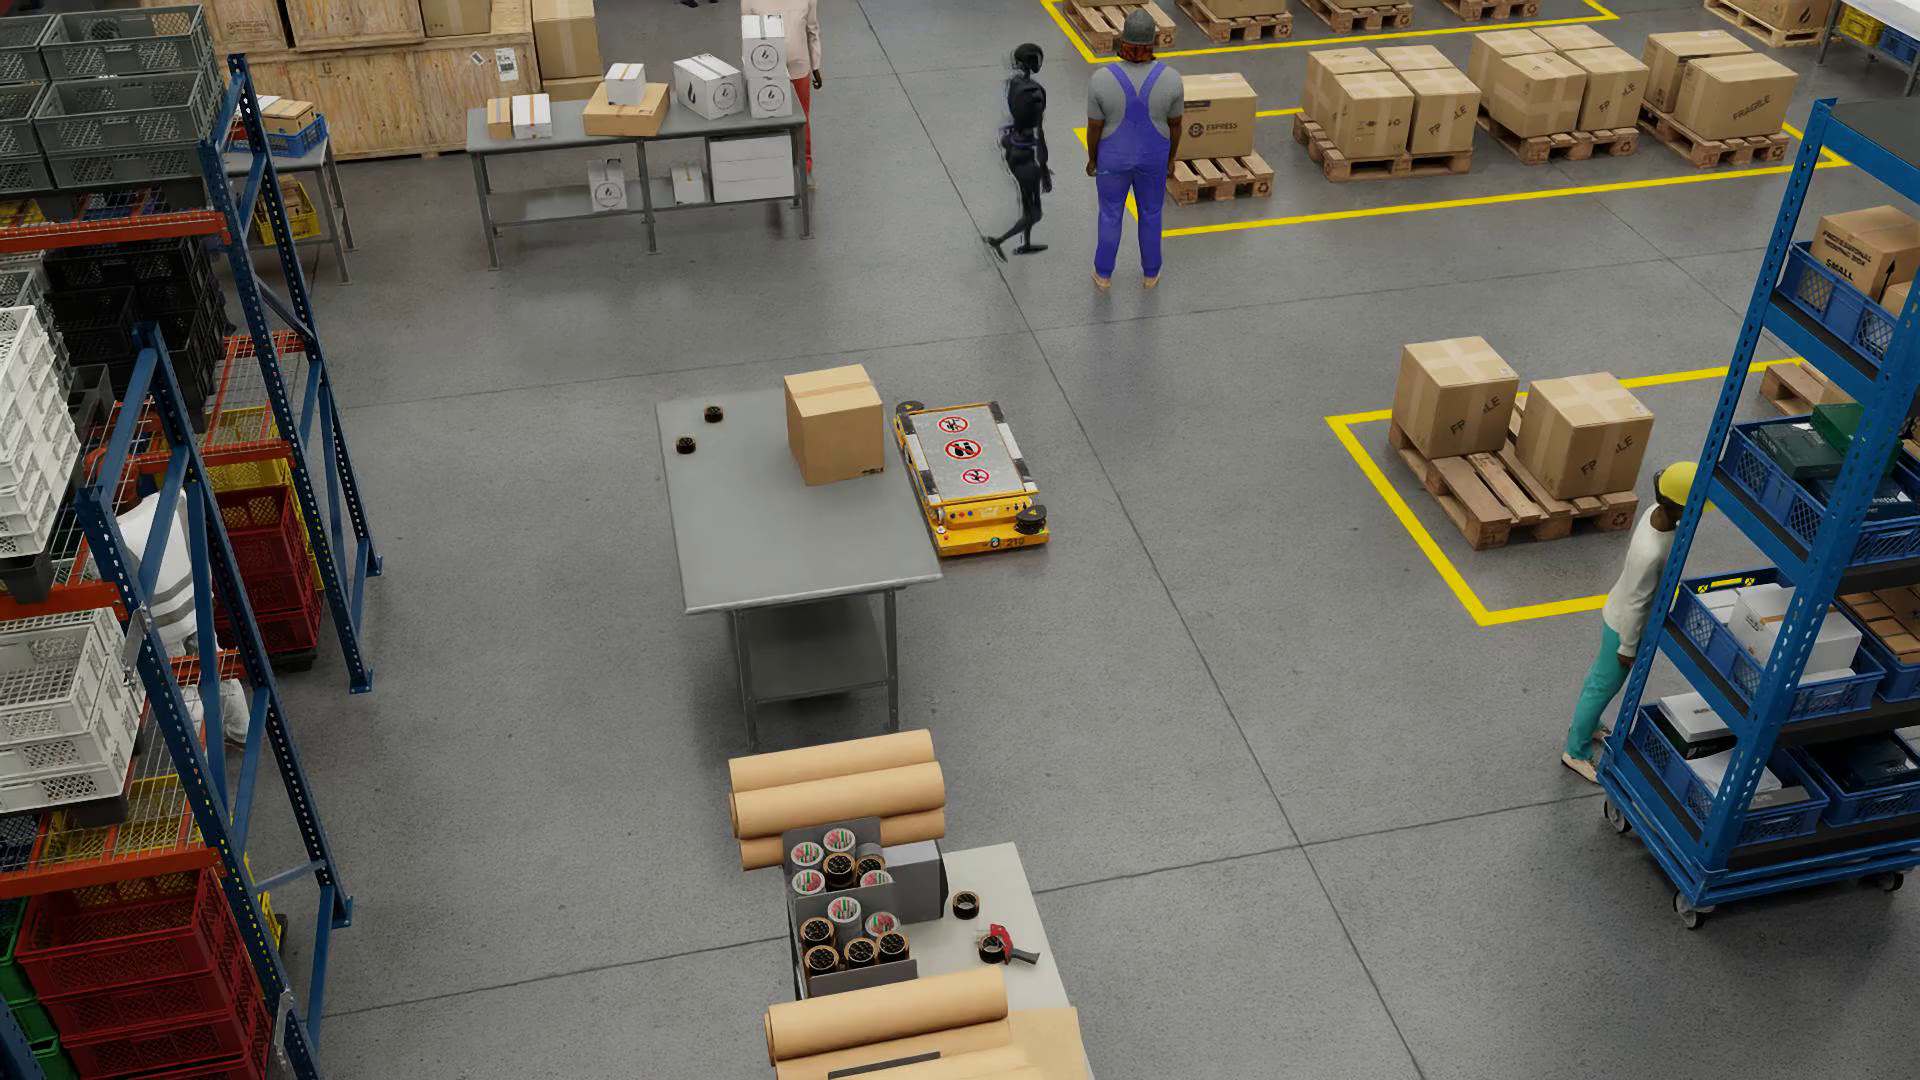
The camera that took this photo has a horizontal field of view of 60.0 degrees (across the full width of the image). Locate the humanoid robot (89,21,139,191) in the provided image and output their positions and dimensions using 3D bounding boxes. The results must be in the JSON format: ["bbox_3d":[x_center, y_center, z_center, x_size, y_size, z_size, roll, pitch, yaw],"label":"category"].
[{"bbox_3d":[-6.203,-3.072,12.490,0.316,1.657,0.603,-22,42,-26],"label":"humanoid robot"}]

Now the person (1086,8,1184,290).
[{"bbox_3d":[1.210,-2.750,11.767,0.673,2.000,0.536,0,37,0],"label":"person"}]

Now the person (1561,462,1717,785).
[{"bbox_3d":[3.185,0.372,7.799,0.326,1.765,0.531,18,40,22],"label":"person"}]

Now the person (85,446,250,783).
[{"bbox_3d":[-3.669,0.371,7.704,0.356,1.882,0.574,13,39,17],"label":"person"}]

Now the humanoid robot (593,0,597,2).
[{"bbox_3d":[-4.095,-6.287,16.839,0.632,1.626,0.585,1,37,2],"label":"humanoid robot"}]

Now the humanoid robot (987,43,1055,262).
[{"bbox_3d":[0.440,-2.816,12.164,0.470,1.649,0.581,-10,38,-14],"label":"humanoid robot"}]

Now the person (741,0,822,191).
[{"bbox_3d":[-1.388,-3.698,13.079,0.622,1.992,0.383,-9,38,-11],"label":"person"}]

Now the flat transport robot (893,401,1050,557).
[{"bbox_3d":[0.046,-0.430,10.108,0.652,0.197,1.431,-8,37,-10],"label":"flat transport robot"}]

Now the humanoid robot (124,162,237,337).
[{"bbox_3d":[-5.270,-2.081,11.160,0.584,1.657,0.331,4,37,6],"label":"humanoid robot"}]

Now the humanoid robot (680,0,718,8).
[{"bbox_3d":[-2.727,-6.251,16.763,0.595,1.657,0.326,-19,41,-24],"label":"humanoid robot"}]
